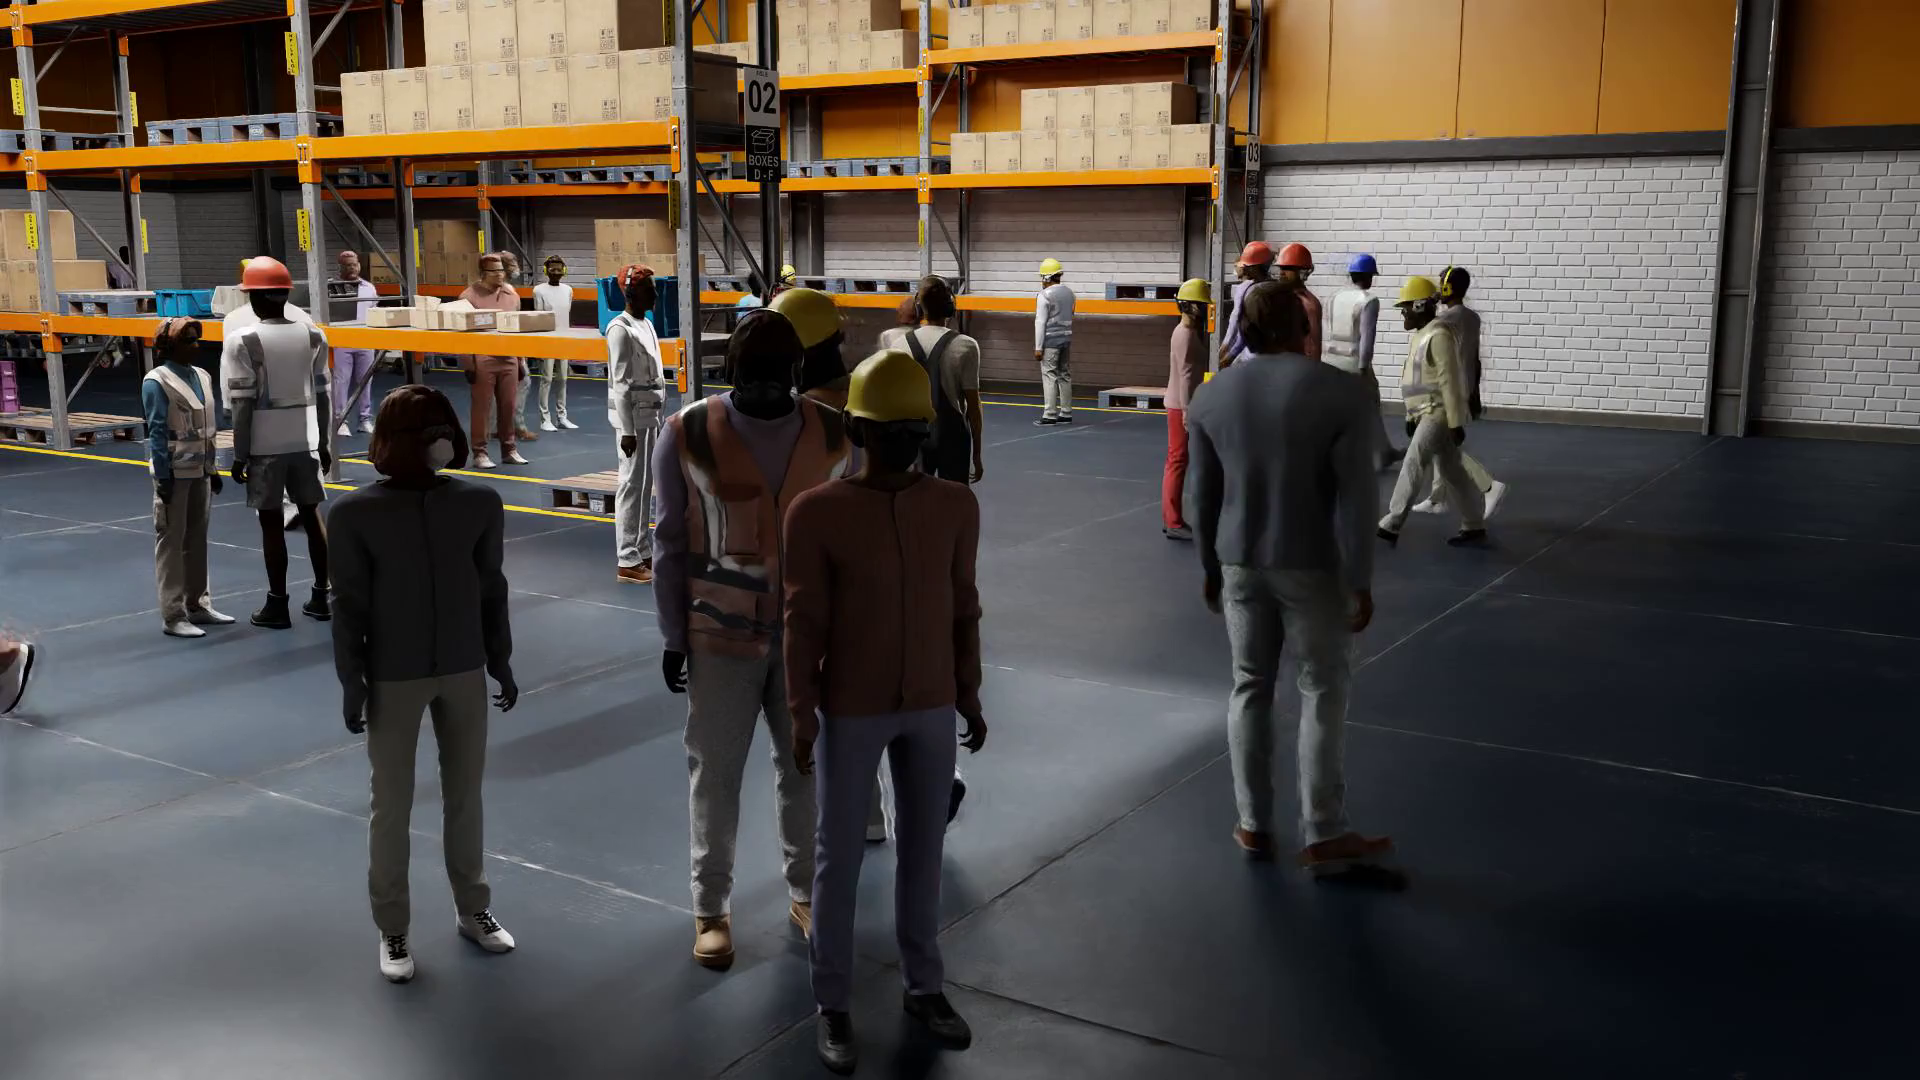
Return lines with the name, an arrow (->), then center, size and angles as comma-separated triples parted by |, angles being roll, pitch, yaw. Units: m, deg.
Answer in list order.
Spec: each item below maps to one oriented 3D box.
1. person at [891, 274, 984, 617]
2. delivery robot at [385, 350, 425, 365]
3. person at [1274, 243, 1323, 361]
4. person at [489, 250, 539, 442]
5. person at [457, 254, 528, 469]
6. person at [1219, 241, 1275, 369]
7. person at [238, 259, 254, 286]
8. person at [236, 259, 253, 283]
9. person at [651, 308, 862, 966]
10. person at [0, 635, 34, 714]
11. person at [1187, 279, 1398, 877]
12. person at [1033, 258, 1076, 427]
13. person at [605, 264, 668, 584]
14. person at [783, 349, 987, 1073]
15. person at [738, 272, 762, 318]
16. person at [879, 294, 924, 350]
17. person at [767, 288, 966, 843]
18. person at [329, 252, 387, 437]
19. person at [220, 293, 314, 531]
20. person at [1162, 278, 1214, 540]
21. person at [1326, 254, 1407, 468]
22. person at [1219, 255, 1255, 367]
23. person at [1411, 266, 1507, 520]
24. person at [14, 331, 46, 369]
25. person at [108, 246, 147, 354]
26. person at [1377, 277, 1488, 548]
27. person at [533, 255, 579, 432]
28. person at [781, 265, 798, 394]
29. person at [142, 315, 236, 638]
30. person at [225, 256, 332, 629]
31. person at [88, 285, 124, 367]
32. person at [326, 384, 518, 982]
person -> -0.117, -0.475, 8.806 | 0.507, 1.847, 0.345 | 3, 11, 18
delivery robot -> -8.433, -2.828, 25.159 | 0.707, 0.478, 0.477 | 8, 13, 37
person -> 2.394, -1.134, 12.032 | 0.374, 1.997, 0.613 | -3, 11, -15
person -> -4.479, -1.936, 16.719 | 0.669, 1.919, 0.631 | -2, 10, -10
person -> -4.144, -1.588, 14.840 | 0.400, 1.899, 0.636 | 9, 13, 40
person -> 2.695, -1.658, 14.894 | 0.702, 2.006, 0.622 | 2, 10, 11
person -> -9.963, -3.089, 23.568 | 0.546, 1.742, 0.684 | -7, 12, -34
person -> -7.459, -2.069, 17.705 | 0.404, 1.822, 0.587 | -9, 14, -42
person -> -0.549, 0.272, 4.699 | 0.620, 1.837, 0.429 | -4, 11, -20
person -> -4.360, -0.134, 6.825 | 0.787, 1.881, 0.648 | -8, 13, -39
person -> 1.063, 0.112, 5.420 | 0.735, 1.896, 0.473 | 7, 12, 32
person -> 1.016, -2.150, 18.163 | 0.405, 1.823, 0.591 | 9, 13, 40
person -> -1.907, -0.689, 9.883 | 0.342, 1.882, 0.587 | 1, 10, 5
person -> -0.172, 0.416, 4.092 | 0.533, 1.766, 0.316 | -5, 11, -26
person -> -2.471, -2.431, 20.179 | 0.862, 1.654, 0.543 | 7, 12, 34
person -> -0.396, -1.047, 12.603 | 0.522, 1.613, 0.719 | 3, 11, 15
person -> -0.331, 0.127, 5.399 | 0.554, 1.877, 0.632 | 7, 13, 36
person -> -6.327, -2.028, 17.305 | 0.466, 1.903, 0.691 | 10, 14, 44
person -> -4.857, -1.015, 11.766 | 0.990, 1.866, 0.654 | 9, 14, 41
person -> 1.547, -0.888, 11.318 | 0.329, 1.765, 0.526 | 1, 10, 5
person -> 3.499, -1.555, 14.640 | 1.016, 1.885, 0.637 | -6, 12, -29
person -> 3.151, -2.162, 18.071 | 1.037, 1.891, 0.640 | 4, 11, 19
person -> 3.637, -1.054, 12.057 | 0.765, 1.835, 0.522 | 10, 14, 44
person -> -14.643, -3.706, 26.168 | 0.688, 2.000, 0.539 | 3, 11, 14
person -> -14.764, -4.257, 29.570 | 0.591, 1.916, 0.393 | -5, 11, -25
person -> 3.081, -0.825, 10.916 | 0.929, 1.774, 0.618 | 2, 10, 9
person -> -4.289, -2.087, 17.690 | 0.332, 1.864, 0.514 | 8, 13, 37
person -> -1.931, -2.208, 18.692 | 0.486, 1.744, 0.294 | 0, 10, 0
person -> -3.991, -0.331, 8.574 | 0.315, 1.641, 0.514 | 1, 10, 6
person -> -3.564, -0.504, 8.715 | 0.362, 1.935, 0.551 | 9, 13, 40
person -> -13.728, -3.567, 26.618 | 0.786, 1.603, 0.528 | 3, 11, 14
person -> -1.476, 0.385, 4.619 | 0.502, 1.636, 0.277 | -8, 13, -38
